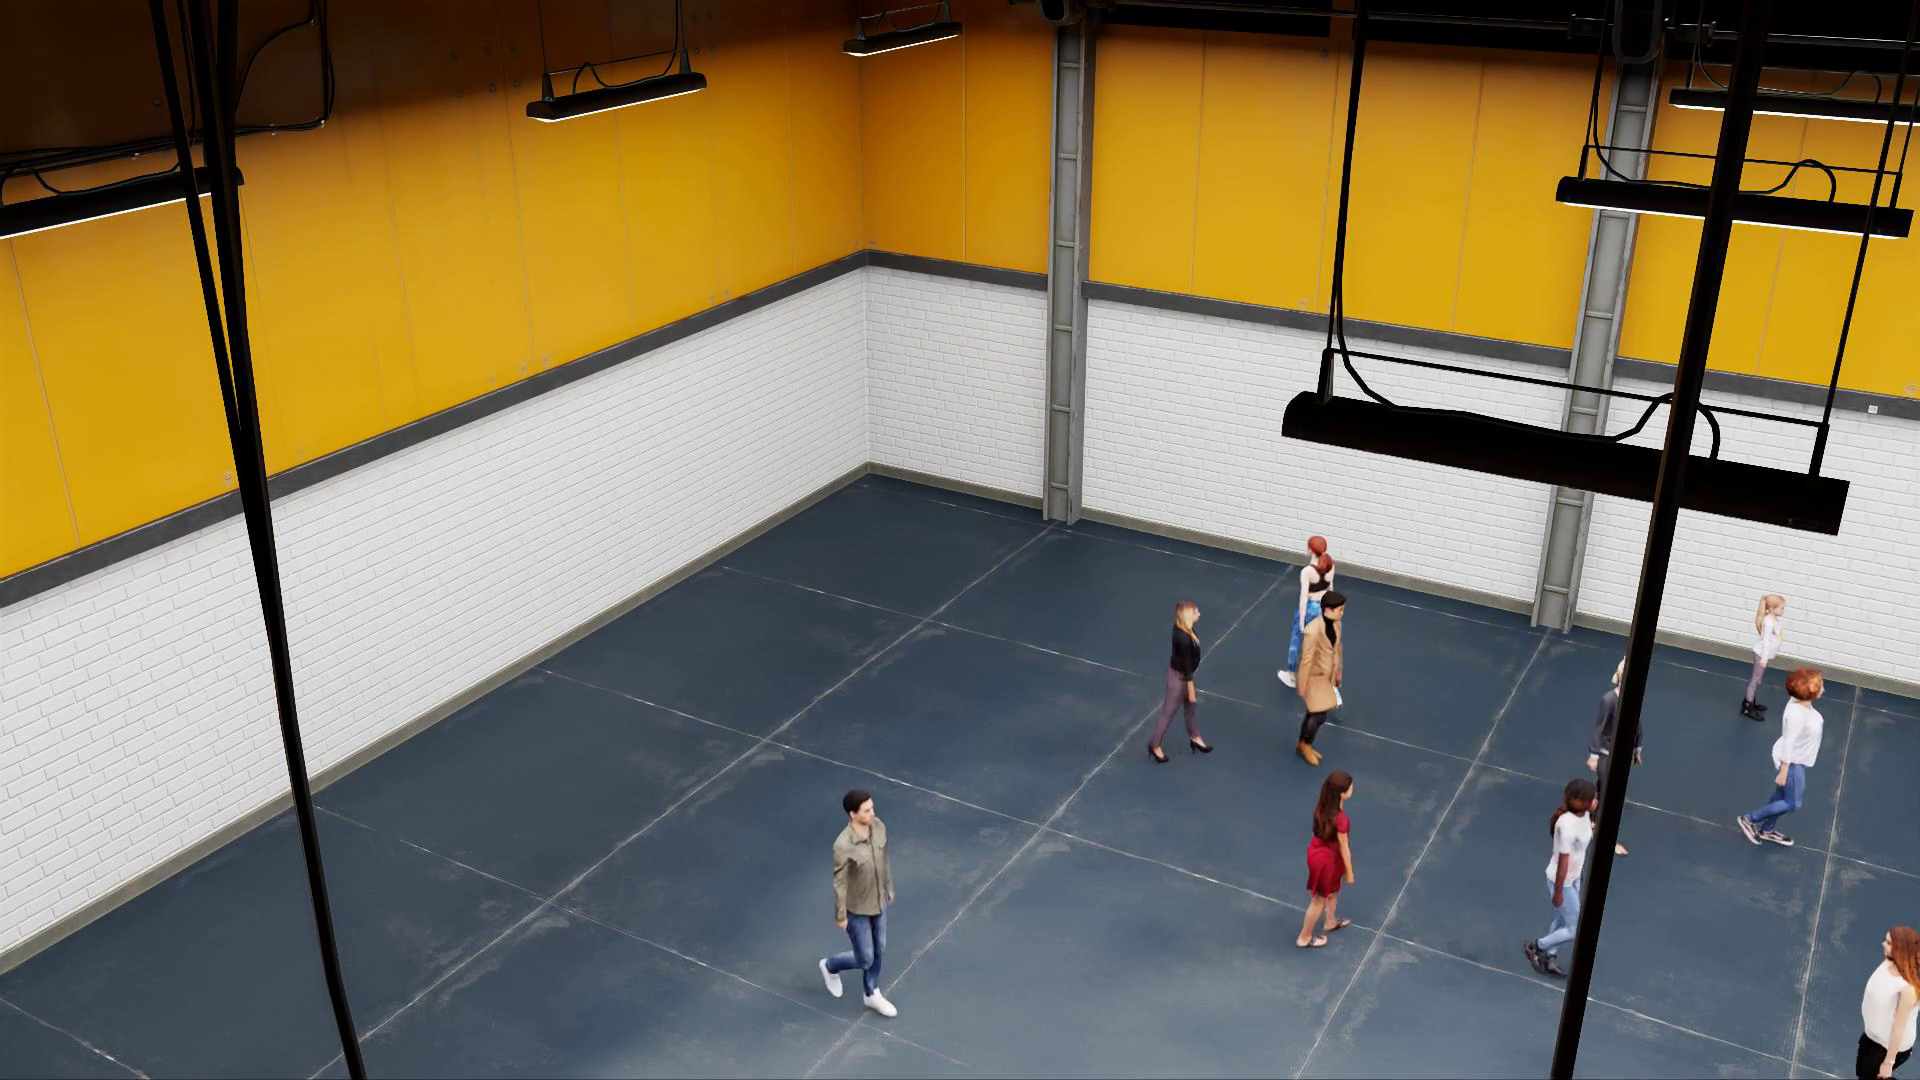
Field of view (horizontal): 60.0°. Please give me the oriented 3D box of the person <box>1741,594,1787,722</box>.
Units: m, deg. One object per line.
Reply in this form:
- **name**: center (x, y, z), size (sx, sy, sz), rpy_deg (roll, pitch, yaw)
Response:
- **person**: center (7.819, 1.107, 16.191), size (0.485, 1.279, 0.483), rpy_deg (14, 27, 29)

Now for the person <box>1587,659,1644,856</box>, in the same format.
- **person**: center (5.503, 1.752, 14.178), size (0.831, 1.711, 0.922), rpy_deg (-14, 27, -29)

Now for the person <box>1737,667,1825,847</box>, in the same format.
- **person**: center (6.910, 1.821, 14.033), size (0.691, 1.699, 0.629), rpy_deg (12, 27, 26)

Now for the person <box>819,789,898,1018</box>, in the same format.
- **person**: center (-0.760, 2.601, 12.056), size (0.890, 1.854, 0.735), rpy_deg (15, 28, 31)

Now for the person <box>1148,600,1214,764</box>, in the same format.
- **person**: center (1.917, 1.309, 15.267), size (0.970, 1.650, 0.844), rpy_deg (0, 24, 1)

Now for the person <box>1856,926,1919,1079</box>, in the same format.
- **person**: center (6.088, 3.248, 10.765), size (0.990, 1.703, 0.809), rpy_deg (3, 24, 7)

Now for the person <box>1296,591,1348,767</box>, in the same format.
- **person**: center (3.243, 1.232, 15.366), size (0.758, 1.711, 0.776), rpy_deg (-20, 31, -38)

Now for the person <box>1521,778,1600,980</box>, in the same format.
- **person**: center (4.439, 2.526, 12.406), size (0.669, 1.712, 0.615), rpy_deg (15, 28, 31)

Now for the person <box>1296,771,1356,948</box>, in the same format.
- **person**: center (2.744, 2.467, 12.761), size (0.844, 1.535, 0.791), rpy_deg (-7, 25, -16)

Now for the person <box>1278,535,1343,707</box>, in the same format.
- **person**: center (3.520, 0.819, 16.267), size (1.097, 1.746, 1.221), rpy_deg (-8, 25, -17)
